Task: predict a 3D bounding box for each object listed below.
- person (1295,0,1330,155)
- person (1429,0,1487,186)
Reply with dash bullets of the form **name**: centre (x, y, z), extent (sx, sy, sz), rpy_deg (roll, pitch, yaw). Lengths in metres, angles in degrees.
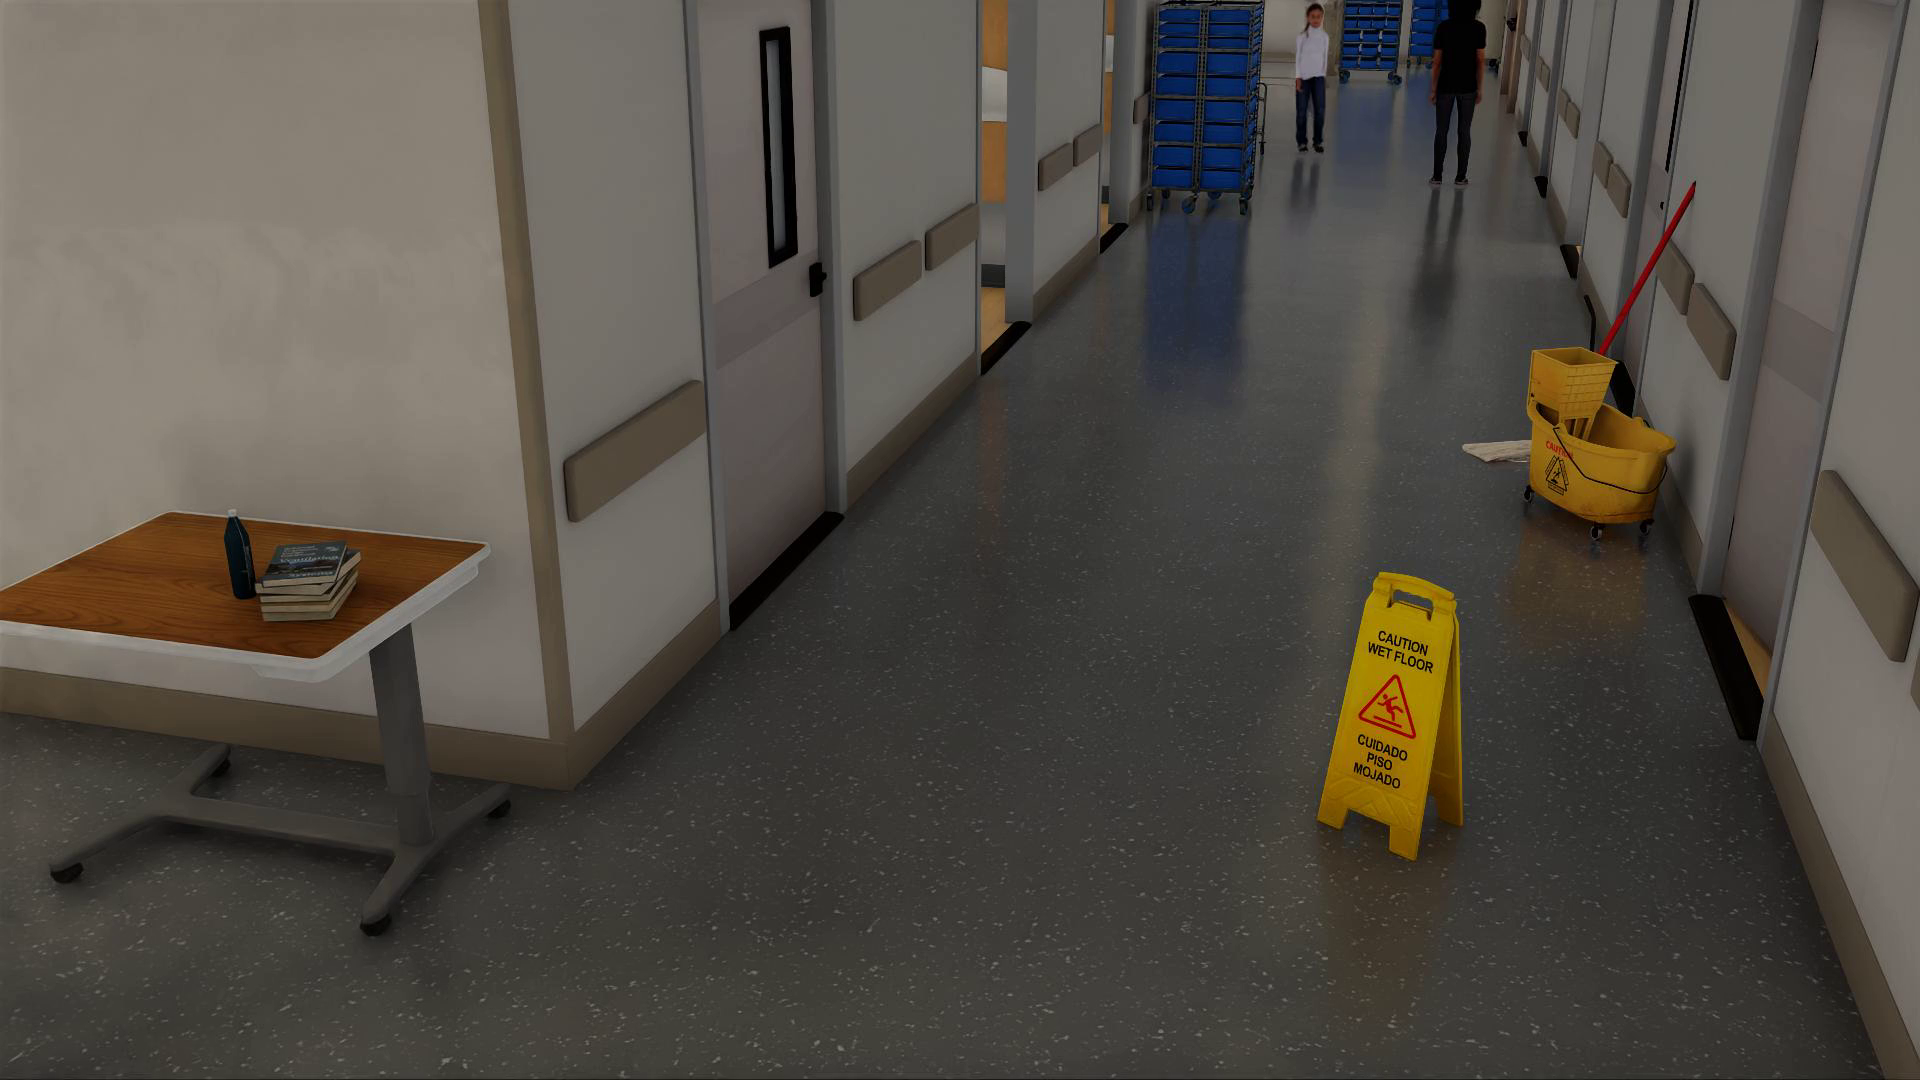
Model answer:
- **person**: centre (3.716, -4.911, 17.747), extent (0.571, 1.541, 0.692), rpy_deg (1, 21, 3)
- **person**: centre (4.682, -4.289, 15.678), extent (0.642, 1.830, 0.522), rpy_deg (7, 22, 17)
